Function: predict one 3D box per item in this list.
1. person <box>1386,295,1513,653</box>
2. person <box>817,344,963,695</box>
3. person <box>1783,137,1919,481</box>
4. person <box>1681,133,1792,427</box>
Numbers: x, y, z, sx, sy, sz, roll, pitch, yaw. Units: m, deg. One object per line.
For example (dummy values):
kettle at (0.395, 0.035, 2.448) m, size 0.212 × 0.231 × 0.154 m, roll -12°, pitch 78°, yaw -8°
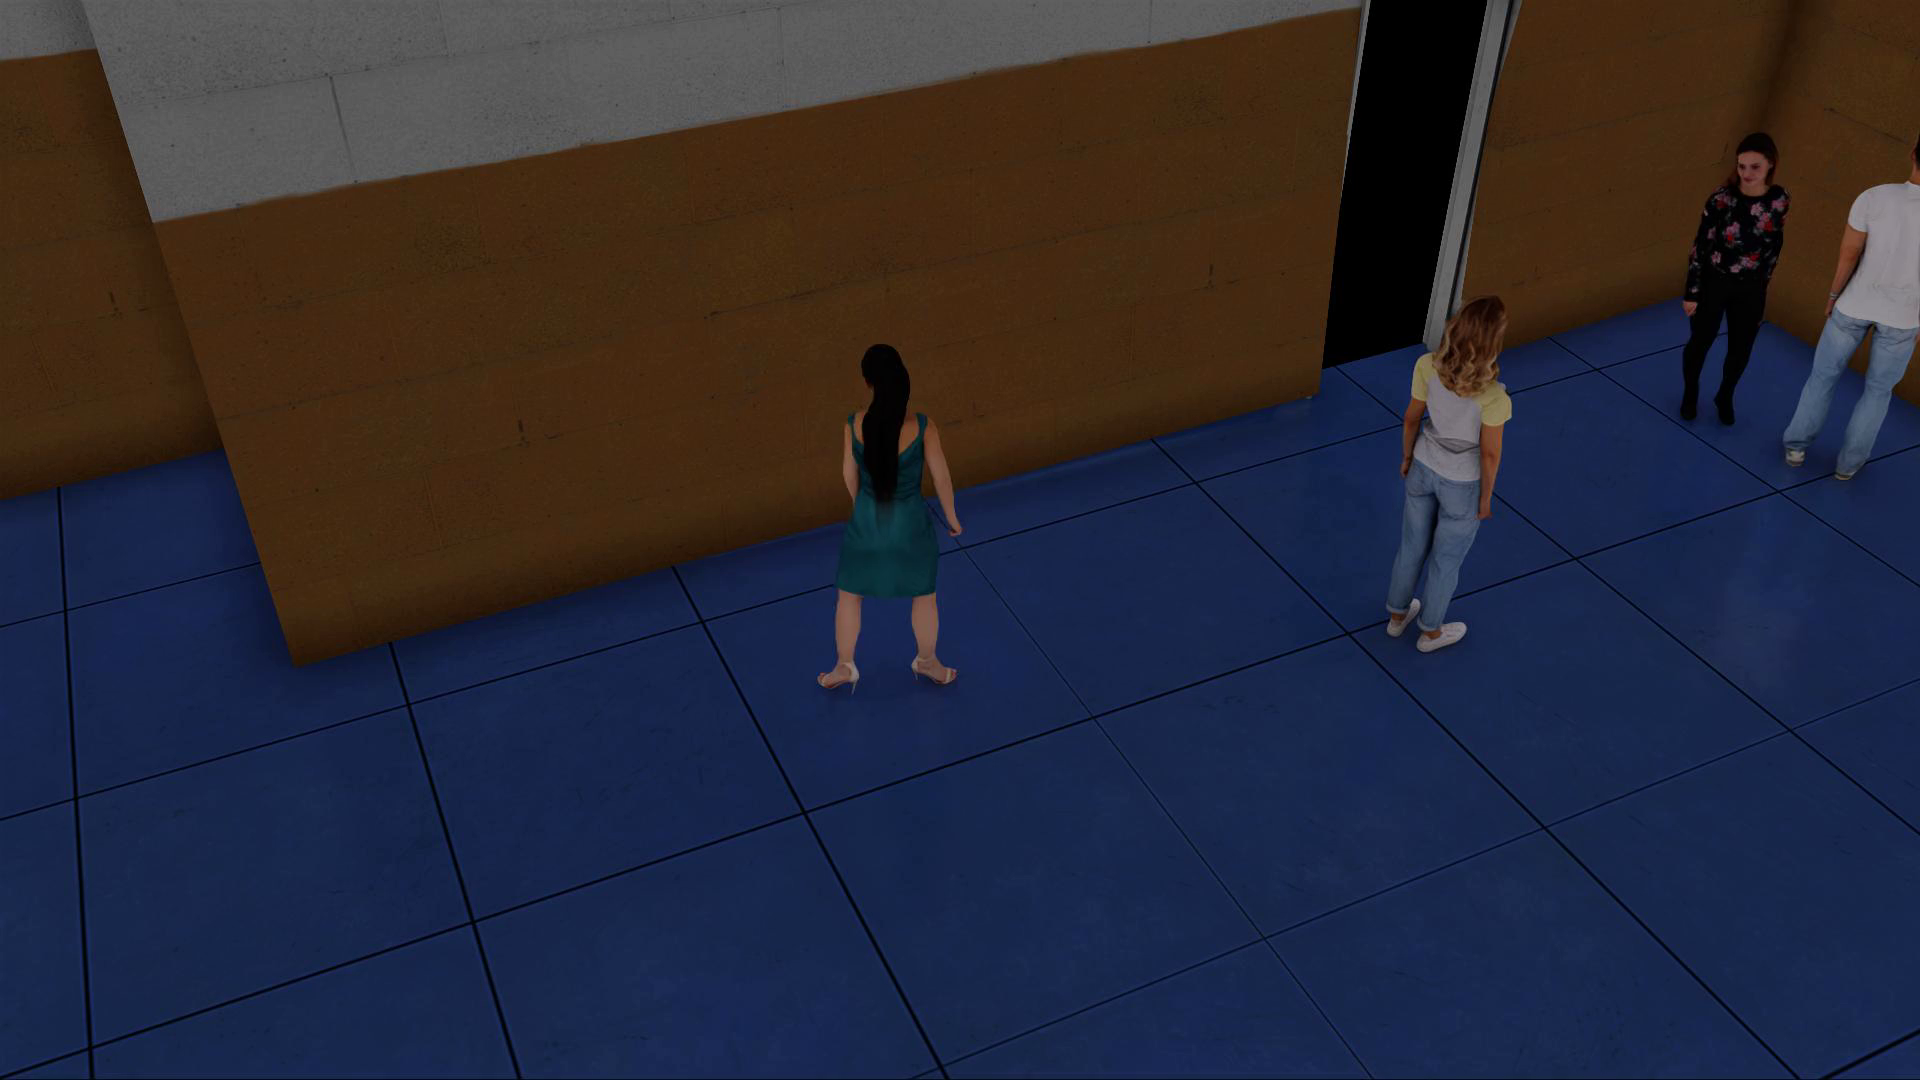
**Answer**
person at (2.077, -0.262, 7.096) m, size 0.748 × 1.726 × 0.586 m, roll -29°, pitch 45°, yaw -32°
person at (-0.239, -0.036, 6.850) m, size 0.831 × 1.676 × 0.769 m, roll 13°, pitch 39°, yaw 16°
person at (4.524, -1.146, 8.175) m, size 0.675 × 1.861 × 0.810 m, roll 25°, pitch 43°, yaw 29°
person at (3.989, -1.345, 8.613) m, size 0.743 × 1.652 × 0.765 m, roll -3°, pitch 37°, yaw -5°
